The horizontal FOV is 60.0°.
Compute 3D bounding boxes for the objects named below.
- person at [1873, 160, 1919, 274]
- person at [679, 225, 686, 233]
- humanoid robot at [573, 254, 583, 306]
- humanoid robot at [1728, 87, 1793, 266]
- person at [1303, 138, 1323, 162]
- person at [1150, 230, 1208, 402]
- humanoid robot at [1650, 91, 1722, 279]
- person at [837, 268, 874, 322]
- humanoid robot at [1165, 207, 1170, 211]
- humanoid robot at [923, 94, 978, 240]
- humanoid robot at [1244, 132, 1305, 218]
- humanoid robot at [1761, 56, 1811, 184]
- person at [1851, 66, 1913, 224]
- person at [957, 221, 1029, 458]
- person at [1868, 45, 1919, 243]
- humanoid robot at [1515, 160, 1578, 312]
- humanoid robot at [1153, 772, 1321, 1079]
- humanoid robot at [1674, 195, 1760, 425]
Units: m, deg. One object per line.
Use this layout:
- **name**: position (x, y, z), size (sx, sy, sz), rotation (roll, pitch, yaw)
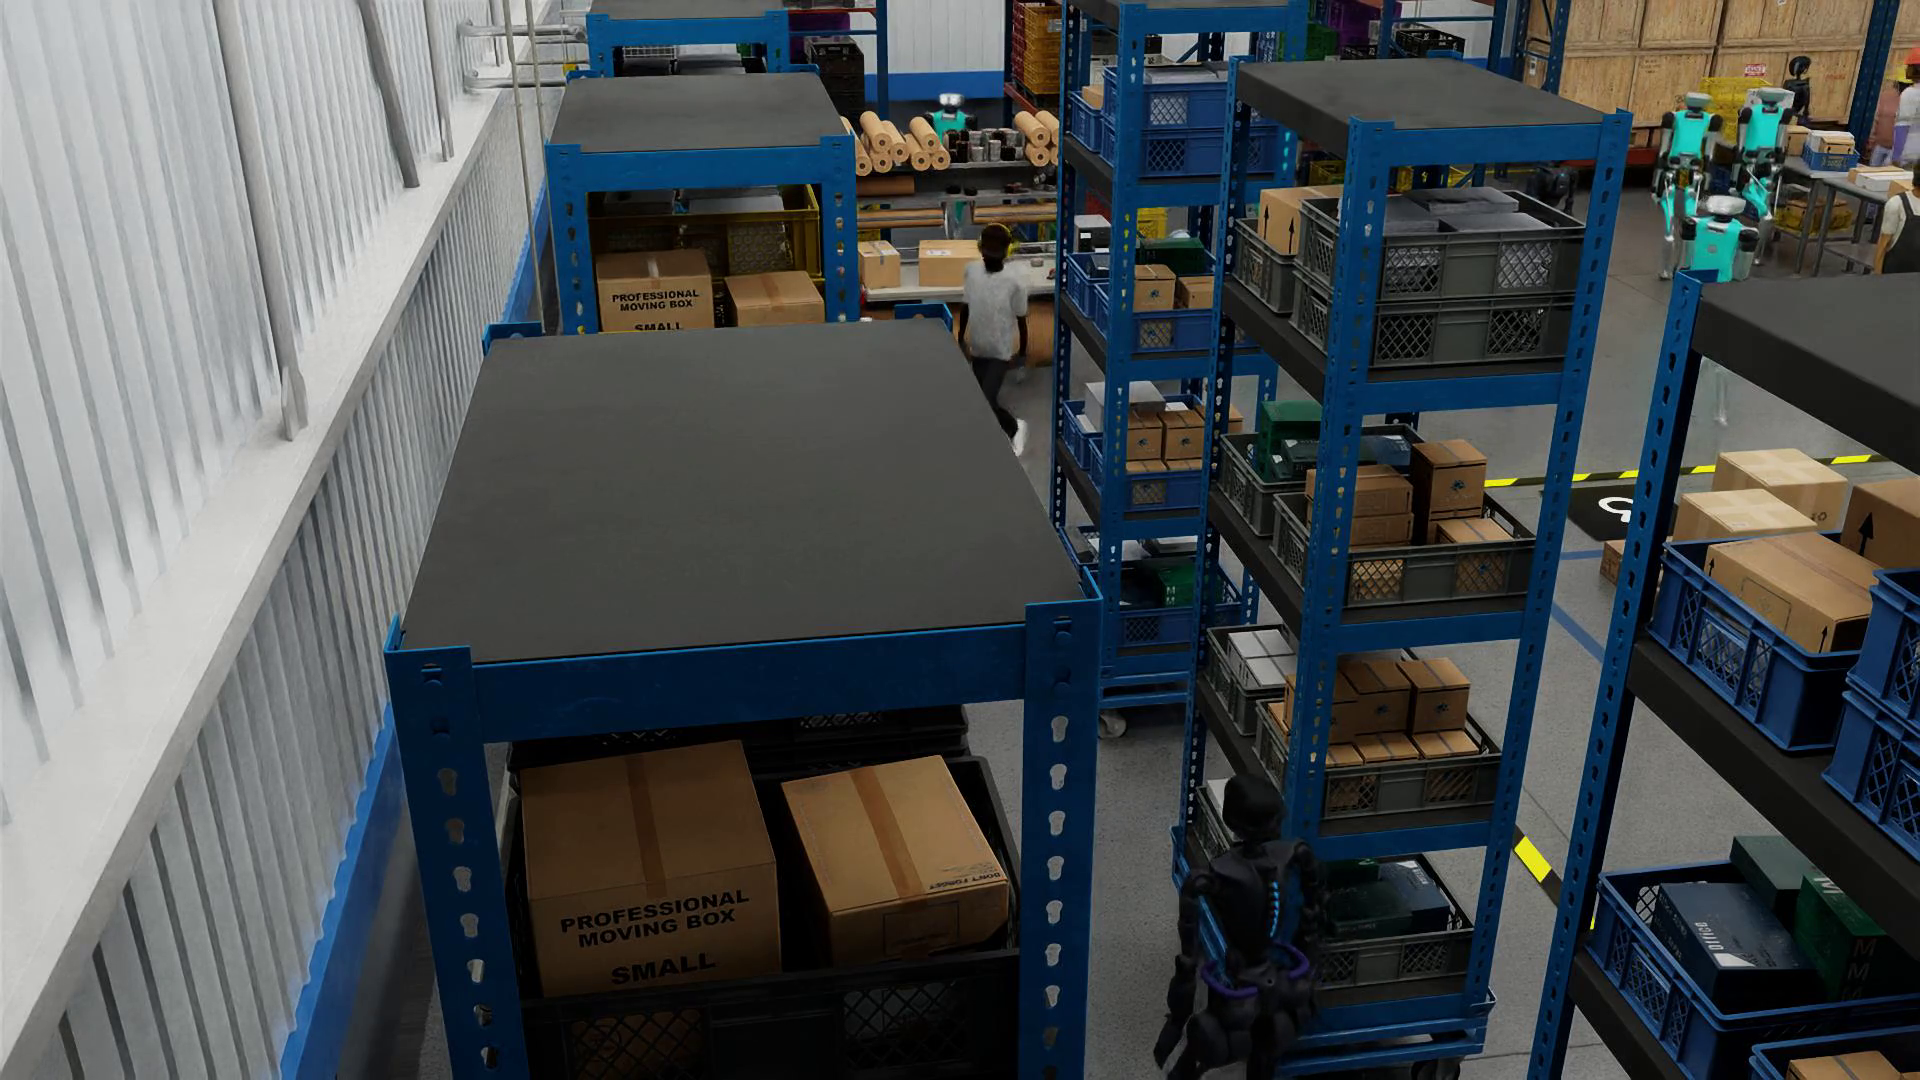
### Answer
- **person**: position (7.285, -2.055, 12.891), size (0.499, 1.839, 0.346), rotation (-5, 25, -12)
- **person**: position (-2.887, -3.689, 16.403), size (0.530, 1.868, 0.309), rotation (6, 25, 13)
- **humanoid robot**: position (-2.431, -1.282, 11.396), size (0.608, 1.640, 0.399), rotation (-21, 32, -38)
- **humanoid robot**: position (7.742, -3.415, 15.984), size (0.547, 1.739, 1.026), rotation (-3, 25, -6)
- **person**: position (3.888, -4.531, 18.172), size (0.392, 1.922, 0.592), rotation (3, 25, 6)
- **person**: position (1.403, -1.107, 10.810), size (0.587, 1.853, 0.376), rotation (-4, 25, -8)
- **humanoid robot**: position (6.790, -3.201, 15.618), size (0.539, 1.879, 0.820), rotation (5, 25, 10)
- **person**: position (-0.696, -0.750, 10.088), size (0.582, 1.810, 0.893), rotation (-4, 25, -8)
- **humanoid robot**: position (2.040, -4.413, 18.239), size (0.857, 1.865, 0.571), rotation (-2, 25, -4)
- **humanoid robot**: position (-0.080, -3.450, 16.029), size (0.548, 1.734, 0.988), rotation (3, 25, 6)
- **humanoid robot**: position (2.975, -3.285, 15.782), size (0.552, 1.857, 0.816), rotation (7, 26, 14)
- **humanoid robot**: position (9.199, -4.512, 18.423), size (0.336, 1.648, 0.595), rotation (-2, 25, -4)
- **person**: position (9.780, -4.130, 17.509), size (0.396, 1.748, 0.626), rotation (-12, 27, -25)
- **person**: position (0.236, -1.265, 11.172), size (0.539, 1.836, 0.804), rotation (16, 29, 31)
- **person**: position (9.520, -3.933, 16.743), size (0.610, 2.026, 0.476), rotation (-14, 28, -28)
- **humanoid robot**: position (5.063, -2.676, 14.442), size (0.589, 1.646, 0.539), rotation (-10, 27, -21)
- **humanoid robot**: position (0.917, 1.483, 5.387), size (0.611, 1.642, 0.335), rotation (-12, 27, -24)
- **humanoid robot**: position (5.545, -1.689, 12.214), size (0.540, 1.772, 0.781), rotation (21, 32, 37)
